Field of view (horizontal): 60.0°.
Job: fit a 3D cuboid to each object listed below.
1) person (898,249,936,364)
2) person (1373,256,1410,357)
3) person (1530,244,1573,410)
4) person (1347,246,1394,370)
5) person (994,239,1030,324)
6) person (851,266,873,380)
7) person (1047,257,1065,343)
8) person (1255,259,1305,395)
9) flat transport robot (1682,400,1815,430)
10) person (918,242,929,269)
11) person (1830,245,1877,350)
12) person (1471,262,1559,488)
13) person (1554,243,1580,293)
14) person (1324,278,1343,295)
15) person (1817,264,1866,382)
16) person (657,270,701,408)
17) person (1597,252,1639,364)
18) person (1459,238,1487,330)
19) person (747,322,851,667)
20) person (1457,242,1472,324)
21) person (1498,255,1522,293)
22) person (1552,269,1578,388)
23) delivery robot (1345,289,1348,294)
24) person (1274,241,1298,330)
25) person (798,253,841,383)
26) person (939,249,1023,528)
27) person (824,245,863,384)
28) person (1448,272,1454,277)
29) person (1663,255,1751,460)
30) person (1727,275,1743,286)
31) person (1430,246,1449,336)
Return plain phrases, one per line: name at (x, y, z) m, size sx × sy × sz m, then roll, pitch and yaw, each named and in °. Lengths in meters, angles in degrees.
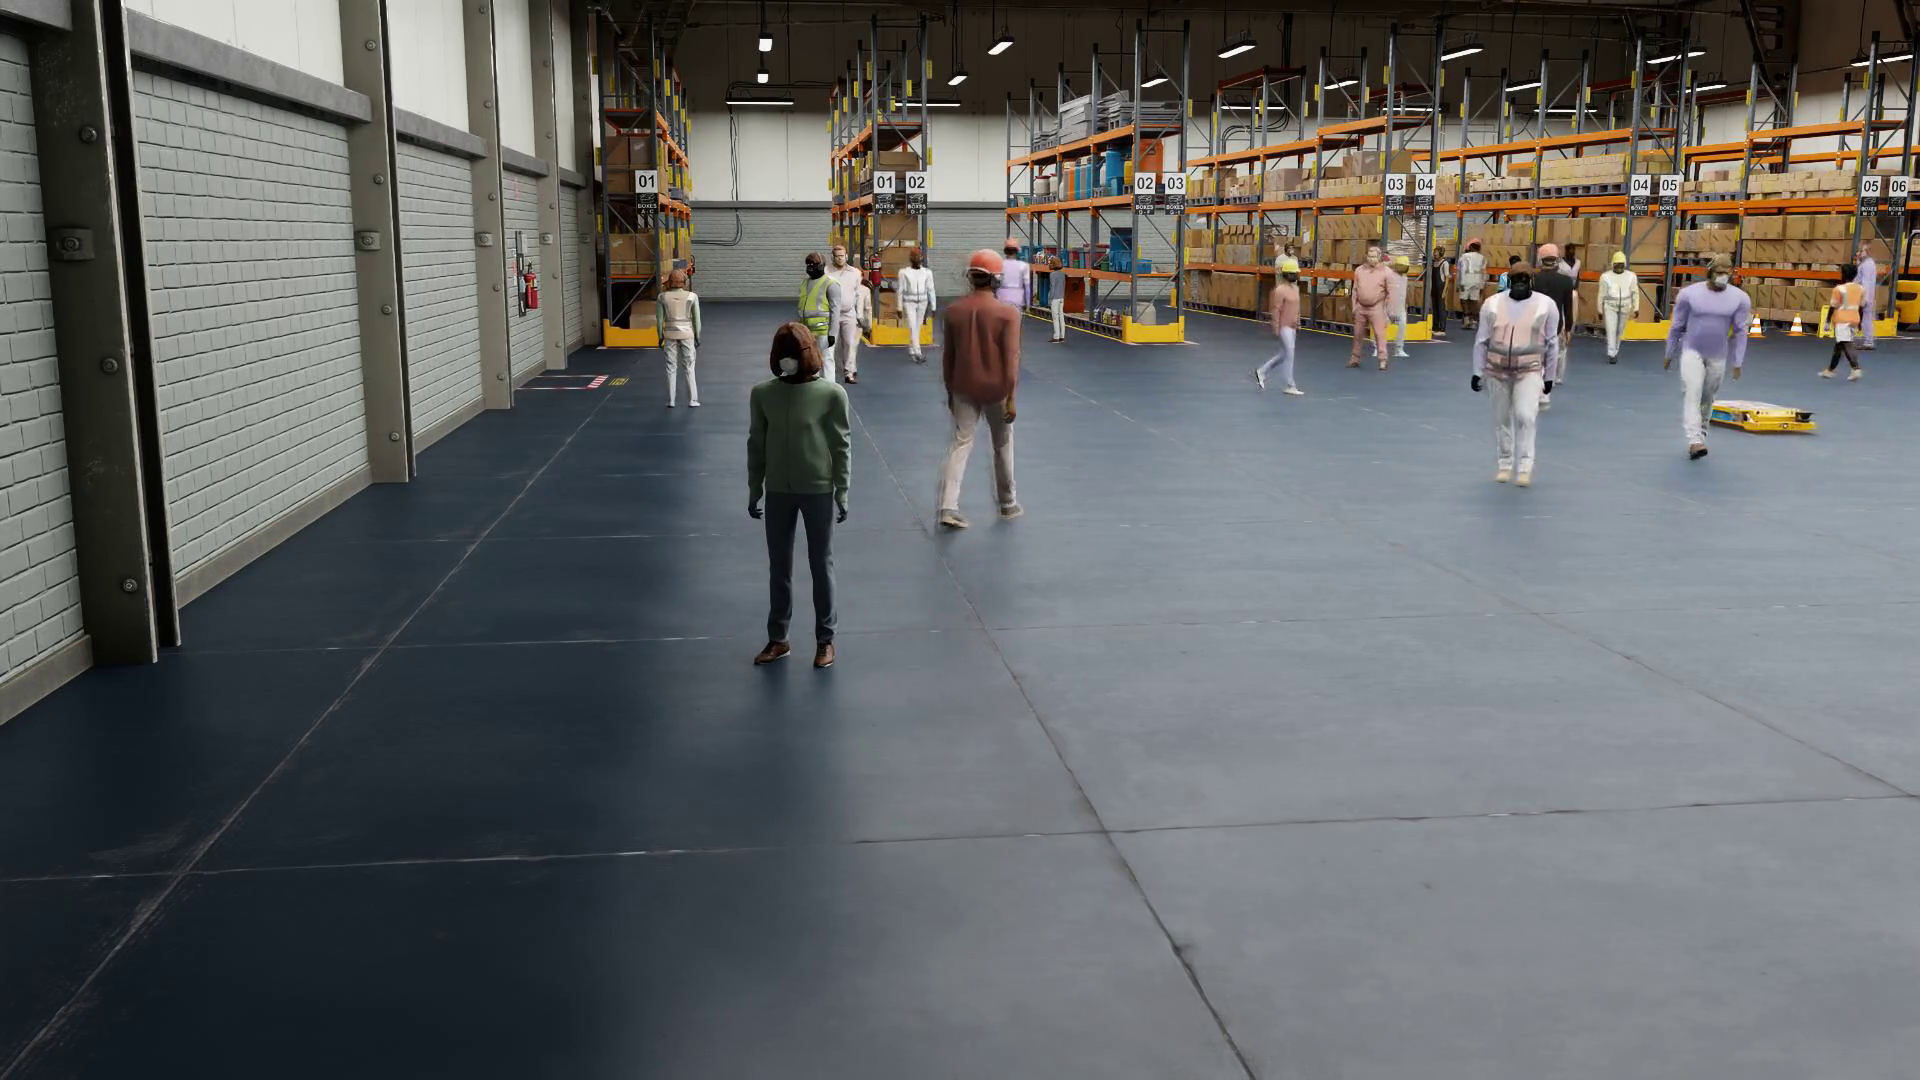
person at (-0.699, -3.763, 26.824) m, size 0.589 × 1.828 × 1.044 m, roll -3°, pitch 11°, yaw -18°
person at (7.339, -3.959, 28.240) m, size 0.509 × 1.702 × 0.619 m, roll -6°, pitch 12°, yaw -30°
person at (6.892, -2.523, 19.709) m, size 0.637 × 1.940 × 1.014 m, roll 0°, pitch 10°, yaw -1°
person at (6.323, -3.557, 25.537) m, size 0.682 × 1.901 × 0.396 m, roll 7°, pitch 13°, yaw 35°
person at (0.808, -3.848, 26.826) m, size 0.630 × 1.984 × 1.031 m, roll 0°, pitch 10°, yaw -1°
person at (-1.457, -3.056, 23.528) m, size 0.516 × 1.595 × 0.780 m, roll -6°, pitch 12°, yaw -29°
person at (1.847, -4.603, 31.942) m, size 0.266 × 1.631 × 0.507 m, roll 7°, pitch 12°, yaw 33°
person at (4.174, -2.769, 21.592) m, size 0.727 × 1.749 × 0.523 m, roll 8°, pitch 13°, yaw 39°
flat transport robot at (8.448, -1.351, 17.857) m, size 0.652 × 0.197 × 1.431 m, roll -1°, pitch 10°, yaw -6°
person at (-1.074, -6.401, 40.941) m, size 0.607 × 1.952 × 0.442 m, roll -2°, pitch 11°, yaw -13°
person at (16.083, -4.346, 29.865) m, size 0.812 × 1.876 × 0.677 m, roll 7°, pitch 12°, yaw 34°
person at (4.494, -1.342, 13.553) m, size 0.641 × 1.817 × 0.723 m, roll 6°, pitch 12°, yaw 30°
person at (12.149, -4.994, 33.342) m, size 0.620 × 1.899 × 0.453 m, roll -3°, pitch 11°, yaw -18°
person at (10.431, -7.250, 46.515) m, size 0.520 × 1.613 × 0.707 m, roll 0°, pitch 10°, yaw -1°
person at (12.517, -3.069, 23.477) m, size 0.541 × 1.657 × 0.857 m, roll -4°, pitch 11°, yaw -19°
person at (-3.339, -2.386, 19.780) m, size 0.520 × 1.636 × 0.312 m, roll 0°, pitch 10°, yaw -3°
person at (10.600, -3.743, 26.817) m, size 0.594 × 1.794 × 0.923 m, roll 2°, pitch 10°, yaw 9°
person at (11.162, -5.562, 36.241) m, size 0.652 × 1.983 × 0.647 m, roll -2°, pitch 11°, yaw -10°
person at (-0.764, -0.210, 7.861) m, size 0.508 × 1.631 × 0.264 m, roll 3°, pitch 11°, yaw 14°
person at (11.767, -5.924, 38.440) m, size 0.551 × 1.919 × 0.719 m, roll -1°, pitch 10°, yaw -3°
person at (9.818, -4.192, 29.519) m, size 0.541 × 1.695 × 0.316 m, roll 4°, pitch 11°, yaw 20°
person at (8.077, -2.862, 22.545) m, size 0.512 × 1.582 × 0.902 m, roll 2°, pitch 11°, yaw 13°
delivery robot at (11.550, -7.372, 49.824) m, size 0.707 × 0.478 × 0.477 m, roll 9°, pitch 13°, yaw 40°
person at (7.069, -5.491, 36.020) m, size 0.625 × 1.931 × 0.375 m, roll -8°, pitch 13°, yaw -36°
person at (-1.674, -2.421, 19.412) m, size 0.625 × 1.844 × 0.429 m, roll 9°, pitch 14°, yaw 40°
person at (0.132, -1.058, 11.663) m, size 0.630 × 1.950 × 1.009 m, roll 5°, pitch 12°, yaw 27°
person at (-1.653, -3.099, 22.953) m, size 0.651 × 1.906 × 0.401 m, roll -3°, pitch 11°, yaw -18°
person at (14.180, -7.625, 47.730) m, size 0.559 × 1.925 × 0.477 m, roll 0°, pitch 10°, yaw 1°
person at (6.837, -1.668, 15.247) m, size 0.659 × 1.858 × 1.058 m, roll 2°, pitch 11°, yaw 13°
person at (20.906, -7.108, 44.914) m, size 0.582 × 1.919 × 0.392 m, roll -2°, pitch 10°, yaw -9°
person at (9.819, -5.104, 34.107) m, size 0.332 × 1.844 × 0.508 m, roll -3°, pitch 11°, yaw -14°
